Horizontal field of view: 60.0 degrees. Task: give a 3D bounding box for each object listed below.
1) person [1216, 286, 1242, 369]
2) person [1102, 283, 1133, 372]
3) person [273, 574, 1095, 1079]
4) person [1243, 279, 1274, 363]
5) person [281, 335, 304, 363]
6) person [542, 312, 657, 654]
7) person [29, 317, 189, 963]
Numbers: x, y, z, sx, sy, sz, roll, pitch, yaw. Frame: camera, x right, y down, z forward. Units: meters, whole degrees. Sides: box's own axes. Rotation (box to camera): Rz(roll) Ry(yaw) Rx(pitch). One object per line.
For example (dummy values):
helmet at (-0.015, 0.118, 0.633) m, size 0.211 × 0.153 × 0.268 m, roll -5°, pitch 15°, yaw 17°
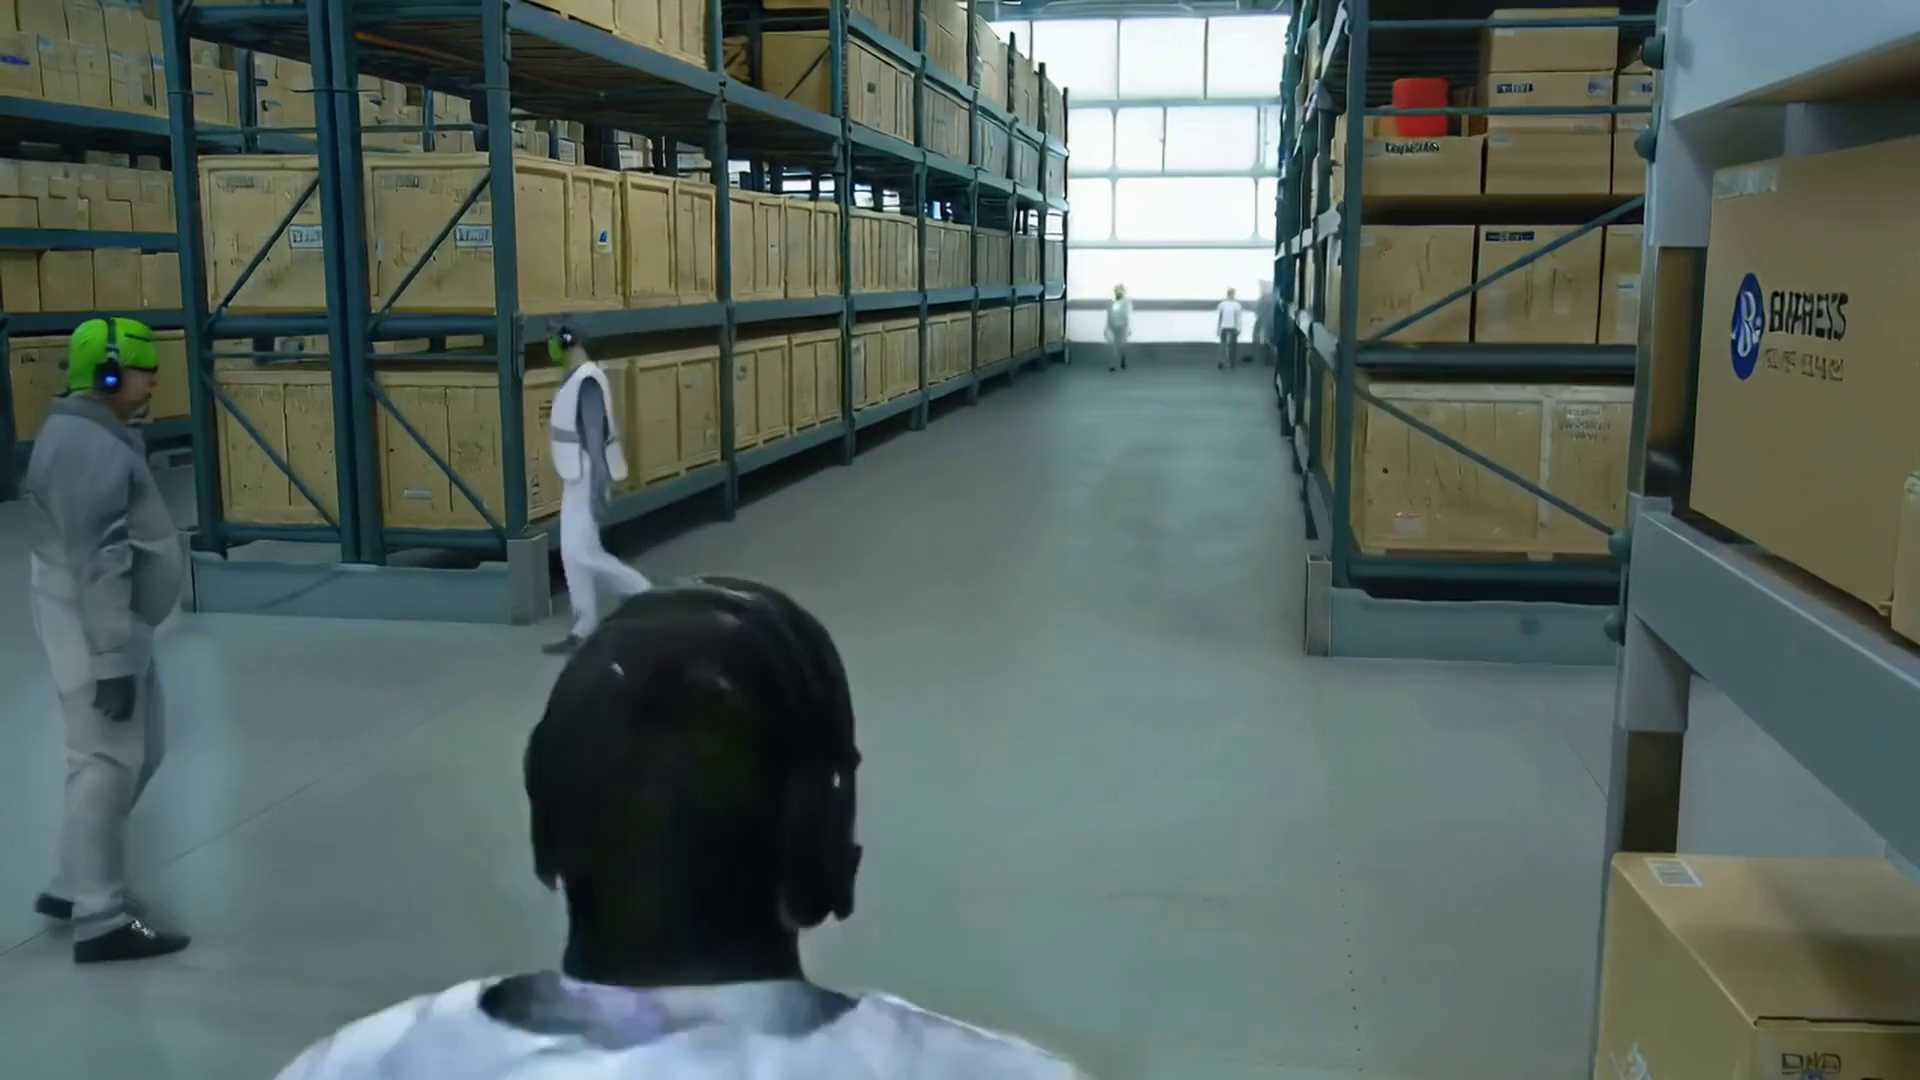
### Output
person at (5.552, -4.390, 34.480) m, size 0.532 × 1.742 × 0.779 m, roll 3°, pitch 10°, yaw 19°
person at (3.178, -4.298, 33.655) m, size 0.622 × 1.810 × 0.436 m, roll 3°, pitch 10°, yaw 18°
person at (-0.183, 0.936, 1.155) m, size 0.631 × 1.825 × 0.650 m, roll 1°, pitch 9°, yaw 8°
person at (6.650, -4.837, 36.827) m, size 0.780 × 1.875 × 0.653 m, roll -1°, pitch 9°, yaw -5°
person at (-7.002, -1.602, 17.482) m, size 0.284 × 1.633 × 0.498 m, roll -5°, pitch 10°, yaw -27°
person at (-1.953, -0.310, 8.892) m, size 0.591 × 1.811 × 0.603 m, roll -4°, pitch 10°, yaw -24°
person at (-2.526, 0.297, 4.911) m, size 0.464 × 1.897 × 0.669 m, roll -5°, pitch 10°, yaw -27°
